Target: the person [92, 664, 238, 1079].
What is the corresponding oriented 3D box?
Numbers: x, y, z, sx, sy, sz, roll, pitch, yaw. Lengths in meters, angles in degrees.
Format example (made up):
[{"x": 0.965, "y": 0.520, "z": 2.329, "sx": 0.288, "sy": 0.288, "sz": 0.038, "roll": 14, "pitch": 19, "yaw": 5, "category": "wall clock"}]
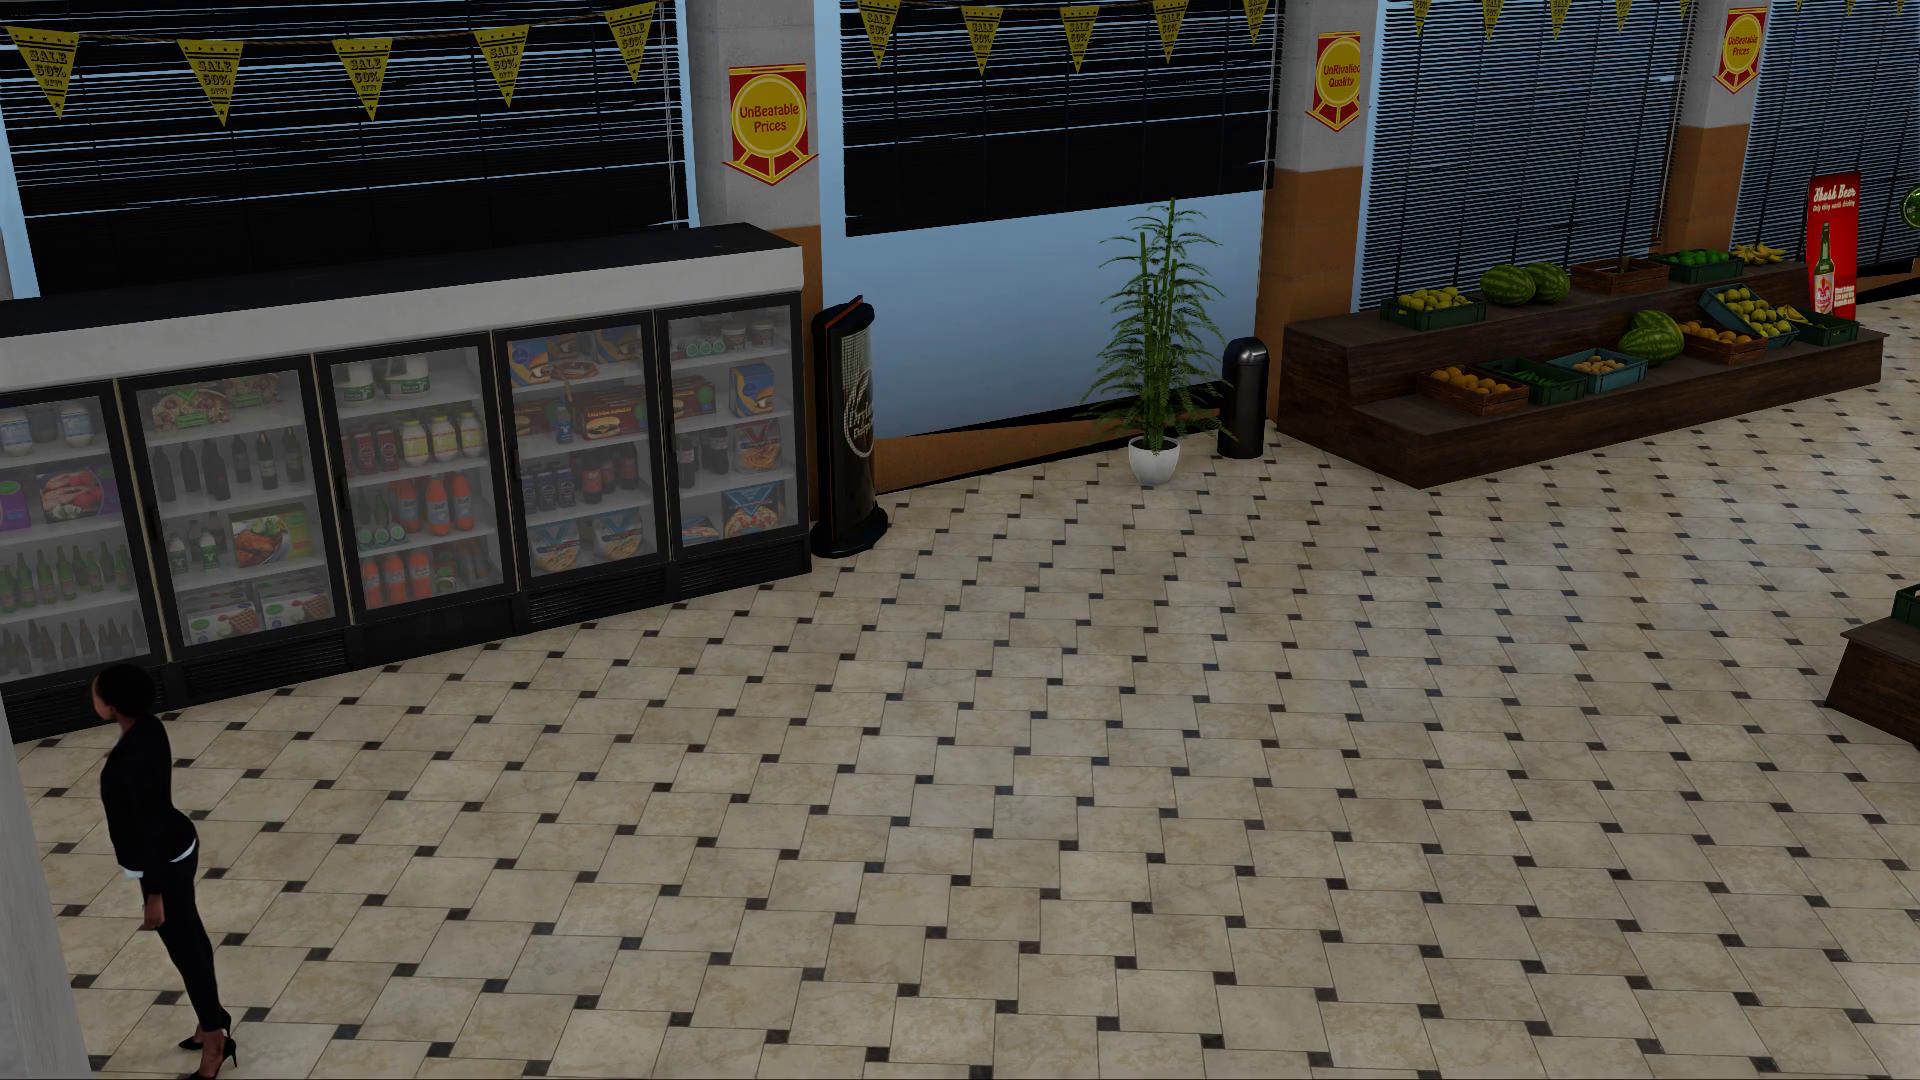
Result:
[{"x": -3.093, "y": 1.301, "z": 6.487, "sx": 0.562, "sy": 1.836, "sz": 0.618, "roll": -8, "pitch": 23, "yaw": -19, "category": "person"}]
